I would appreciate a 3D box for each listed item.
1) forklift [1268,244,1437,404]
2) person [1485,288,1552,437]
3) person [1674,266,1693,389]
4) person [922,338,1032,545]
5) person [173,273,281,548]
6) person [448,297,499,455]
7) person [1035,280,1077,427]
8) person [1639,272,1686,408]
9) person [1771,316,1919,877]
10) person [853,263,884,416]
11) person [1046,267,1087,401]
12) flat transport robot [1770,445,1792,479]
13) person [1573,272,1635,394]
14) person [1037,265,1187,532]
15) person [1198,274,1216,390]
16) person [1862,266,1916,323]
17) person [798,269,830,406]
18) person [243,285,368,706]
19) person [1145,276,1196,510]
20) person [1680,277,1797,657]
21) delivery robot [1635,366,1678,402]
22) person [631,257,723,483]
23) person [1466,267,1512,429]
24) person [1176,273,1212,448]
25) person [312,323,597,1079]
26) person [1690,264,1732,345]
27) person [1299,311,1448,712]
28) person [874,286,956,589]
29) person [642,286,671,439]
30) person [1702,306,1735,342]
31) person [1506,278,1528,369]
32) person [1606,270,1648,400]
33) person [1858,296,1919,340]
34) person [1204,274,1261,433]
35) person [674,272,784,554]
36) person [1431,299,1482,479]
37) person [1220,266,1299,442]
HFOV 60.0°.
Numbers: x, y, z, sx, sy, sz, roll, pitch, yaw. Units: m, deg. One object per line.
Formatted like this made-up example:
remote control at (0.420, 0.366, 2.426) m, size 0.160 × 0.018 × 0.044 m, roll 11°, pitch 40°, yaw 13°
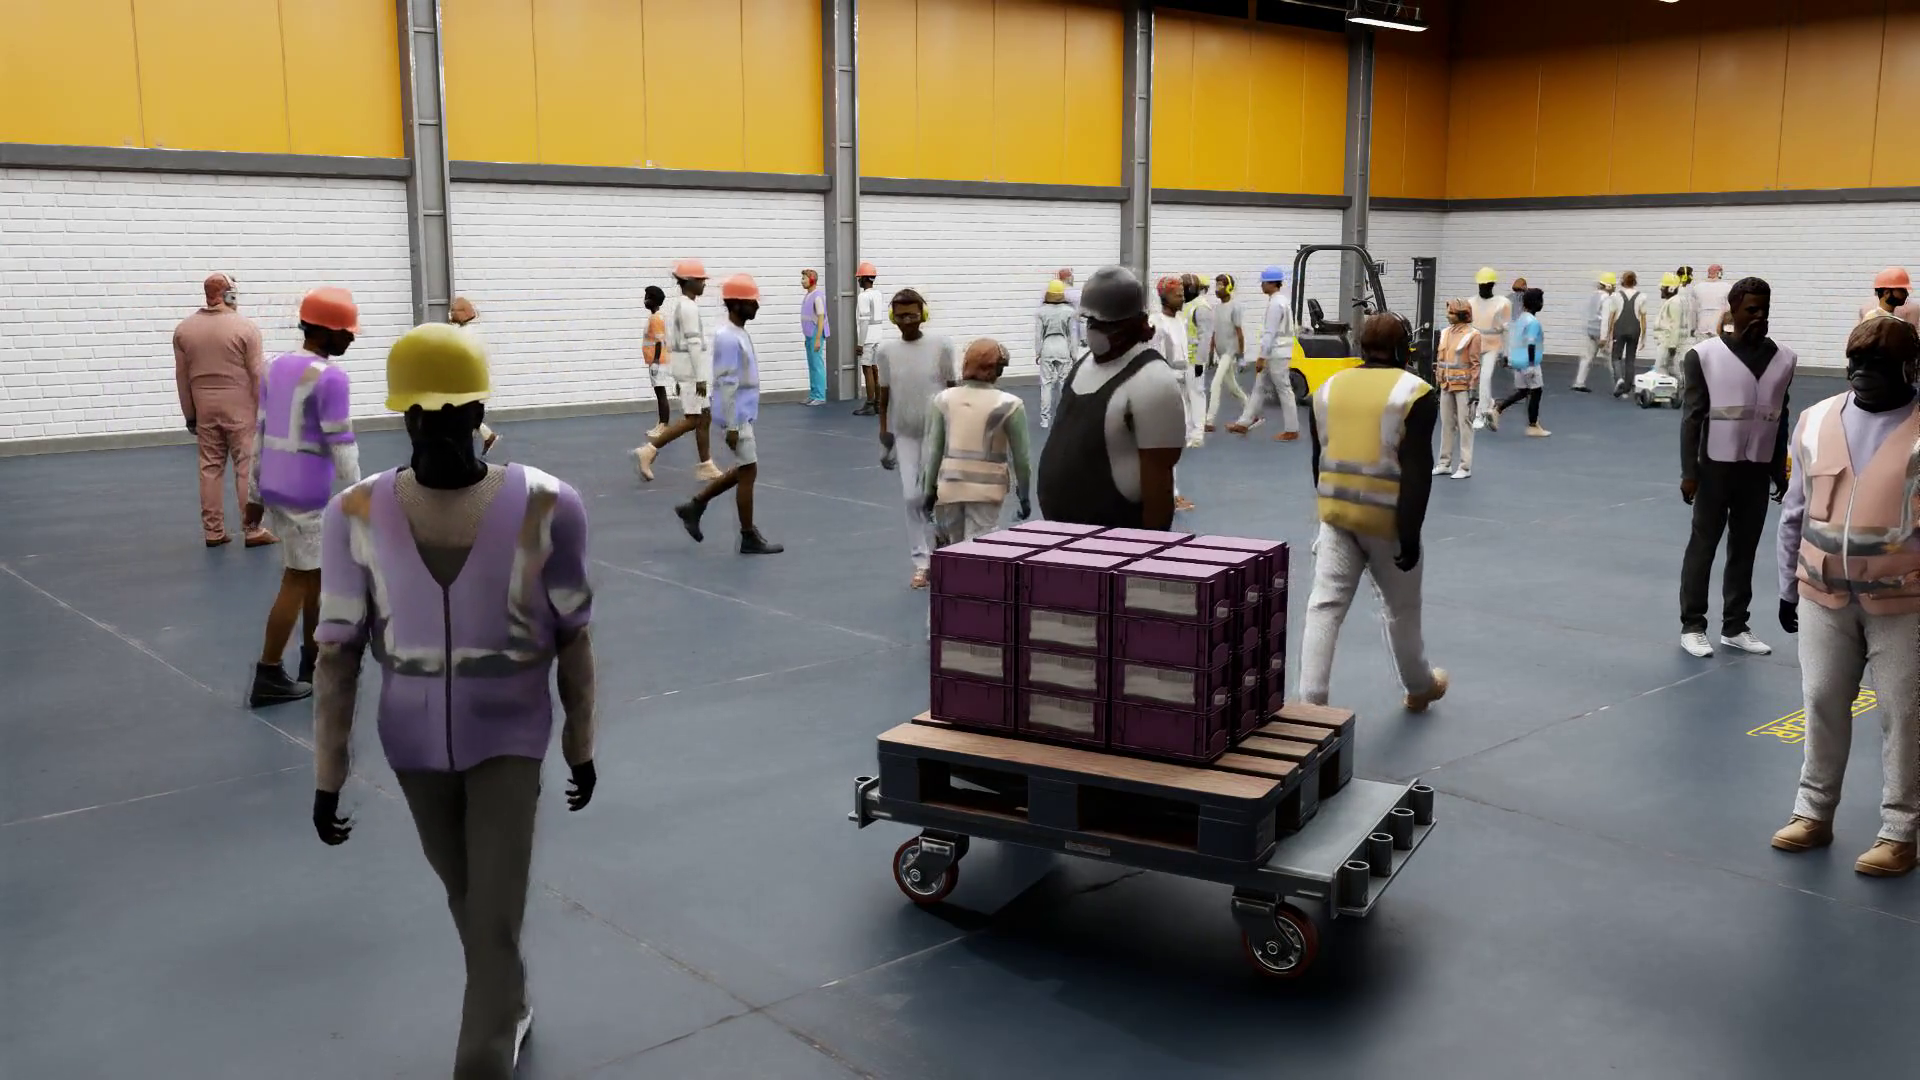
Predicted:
forklift at (5.256, -2.933, 22.661) m, size 2.313 × 2.155 × 1.214 m, roll 3°, pitch 10°, yaw 16°
person at (6.293, -1.983, 18.605) m, size 0.651 × 1.673 × 0.538 m, roll 0°, pitch 10°, yaw 3°
person at (10.992, -3.242, 25.426) m, size 0.309 × 1.868 × 0.535 m, roll 0°, pitch 10°, yaw 1°
person at (0.118, -0.207, 8.395) m, size 0.523 × 1.606 × 0.744 m, roll 6°, pitch 11°, yaw 31°
person at (-5.088, -0.896, 11.586) m, size 0.650 × 1.904 × 0.401 m, roll 1°, pitch 10°, yaw 7°
person at (-4.821, -1.564, 16.298) m, size 0.435 × 1.621 × 0.514 m, roll -4°, pitch 11°, yaw -24°
person at (1.131, -2.202, 19.694) m, size 0.493 × 1.744 × 0.297 m, roll 1°, pitch 10°, yaw 4°
person at (9.512, -2.644, 22.114) m, size 0.714 × 1.813 × 0.601 m, roll 4°, pitch 10°, yaw 20°
person at (2.996, 0.183, 5.497) m, size 0.432 × 1.836 × 0.618 m, roll -8°, pitch 12°, yaw -38°
person at (-1.178, -2.549, 21.167) m, size 0.357 × 1.937 × 0.551 m, roll 4°, pitch 10°, yaw 21°
person at (1.414, -2.831, 22.986) m, size 0.808 × 1.885 × 0.633 m, roll -7°, pitch 12°, yaw -36°
flat transport robot at (7.506, -0.737, 15.431) m, size 0.652 × 0.197 × 1.431 m, roll 3°, pitch 10°, yaw 15°
person at (9.491, -3.025, 24.391) m, size 0.924 × 1.781 × 0.592 m, roll -1°, pitch 10°, yaw -4°
person at (0.705, -0.137, 6.744) m, size 0.891 × 2.000 × 0.691 m, roll -3°, pitch 10°, yaw -18°
person at (3.589, -3.093, 24.913) m, size 0.525 × 1.754 × 0.459 m, roll 8°, pitch 12°, yaw 38°
person at (7.418, -1.222, 13.386) m, size 0.349 × 1.942 × 0.545 m, roll 8°, pitch 13°, yaw 40°
person at (-1.964, -2.728, 22.478) m, size 0.395 × 1.847 × 0.563 m, roll -4°, pitch 10°, yaw -20°
person at (-2.974, -0.205, 7.568) m, size 0.558 × 1.886 × 0.712 m, roll 9°, pitch 13°, yaw 42°
person at (1.605, -1.176, 13.341) m, size 0.618 × 1.866 × 0.582 m, roll 7°, pitch 12°, yaw 35°
person at (3.932, -0.369, 8.457) m, size 0.596 × 1.918 × 0.386 m, roll -2°, pitch 10°, yaw -10°
delivery robot at (9.303, -2.087, 22.230) m, size 0.477 × 0.478 × 0.707 m, roll 0°, pitch 10°, yaw 3°
person at (-2.454, -1.477, 14.662) m, size 0.850 × 2.021 × 0.616 m, roll -2°, pitch 10°, yaw -14°
person at (6.243, -2.276, 19.716) m, size 0.596 × 1.895 × 0.812 m, roll 8°, pitch 13°, yaw 40°
person at (2.422, -1.896, 17.627) m, size 0.429 × 1.839 × 0.634 m, roll -3°, pitch 10°, yaw -15°
person at (-1.146, 0.456, 3.757) m, size 0.607 × 1.868 × 1.004 m, roll 0°, pitch 10°, yaw -3°
person at (11.521, -3.267, 25.481) m, size 0.639 × 1.901 × 0.406 m, roll 7°, pitch 12°, yaw 36°
person at (1.782, -0.081, 7.161) m, size 0.975 × 1.783 × 0.636 m, roll -9°, pitch 13°, yaw -43°
person at (-0.226, -0.642, 10.284) m, size 0.579 × 1.840 × 0.624 m, roll 1°, pitch 10°, yaw 8°
person at (-3.375, -1.974, 18.503) m, size 0.316 × 1.697 × 0.535 m, roll -2°, pitch 10°, yaw -12°
person at (6.261, -1.105, 13.603) m, size 0.517 × 1.621 × 0.361 m, roll 8°, pitch 13°, yaw 40°
person at (9.944, -3.843, 29.632) m, size 0.286 × 1.633 × 0.497 m, roll -7°, pitch 12°, yaw -35°
person at (9.377, -2.874, 23.388) m, size 0.535 × 1.828 × 0.474 m, roll 3°, pitch 10°, yaw 15°
person at (9.961, -1.944, 17.858) m, size 0.624 × 1.869 × 0.655 m, roll -5°, pitch 11°, yaw -26°
person at (3.105, -2.146, 19.154) m, size 0.968 × 1.830 × 0.546 m, roll -3°, pitch 10°, yaw -19°
person at (-1.584, -0.849, 11.267) m, size 0.681 × 1.922 × 0.547 m, roll 0°, pitch 10°, yaw 1°
person at (4.531, -1.374, 15.166) m, size 0.313 × 1.637 × 0.513 m, roll -5°, pitch 11°, yaw -25°
person at (3.289, -2.012, 18.093) m, size 0.937 × 1.905 × 0.644 m, roll 2°, pitch 10°, yaw 12°
